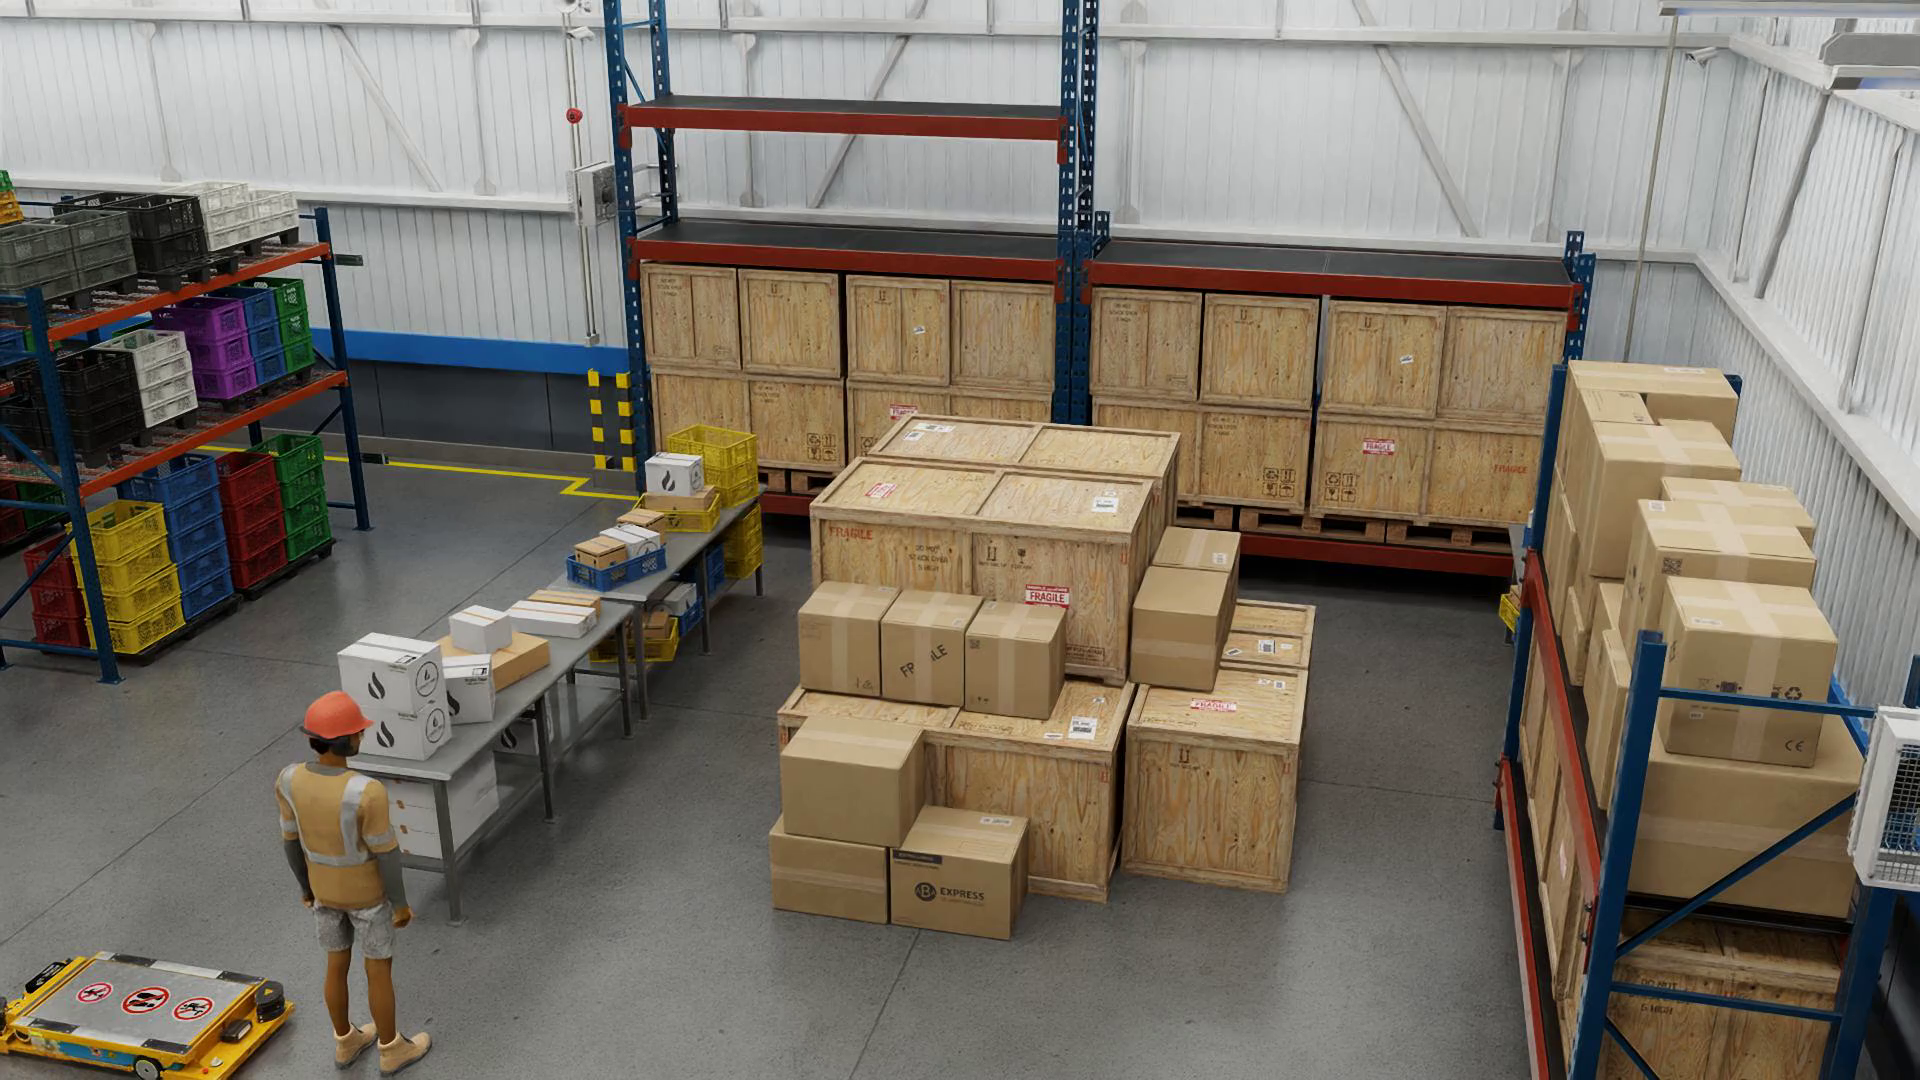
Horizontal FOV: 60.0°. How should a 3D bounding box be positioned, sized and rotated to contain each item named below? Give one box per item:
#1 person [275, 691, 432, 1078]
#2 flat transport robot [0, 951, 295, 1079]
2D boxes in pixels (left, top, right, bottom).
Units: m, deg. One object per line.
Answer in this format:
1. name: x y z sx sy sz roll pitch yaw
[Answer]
1. person: -2.970 1.687 8.154 0.613 2.039 0.383 7 22 17
2. flat transport robot: -4.270 2.464 8.601 1.431 0.231 0.659 5 22 13
